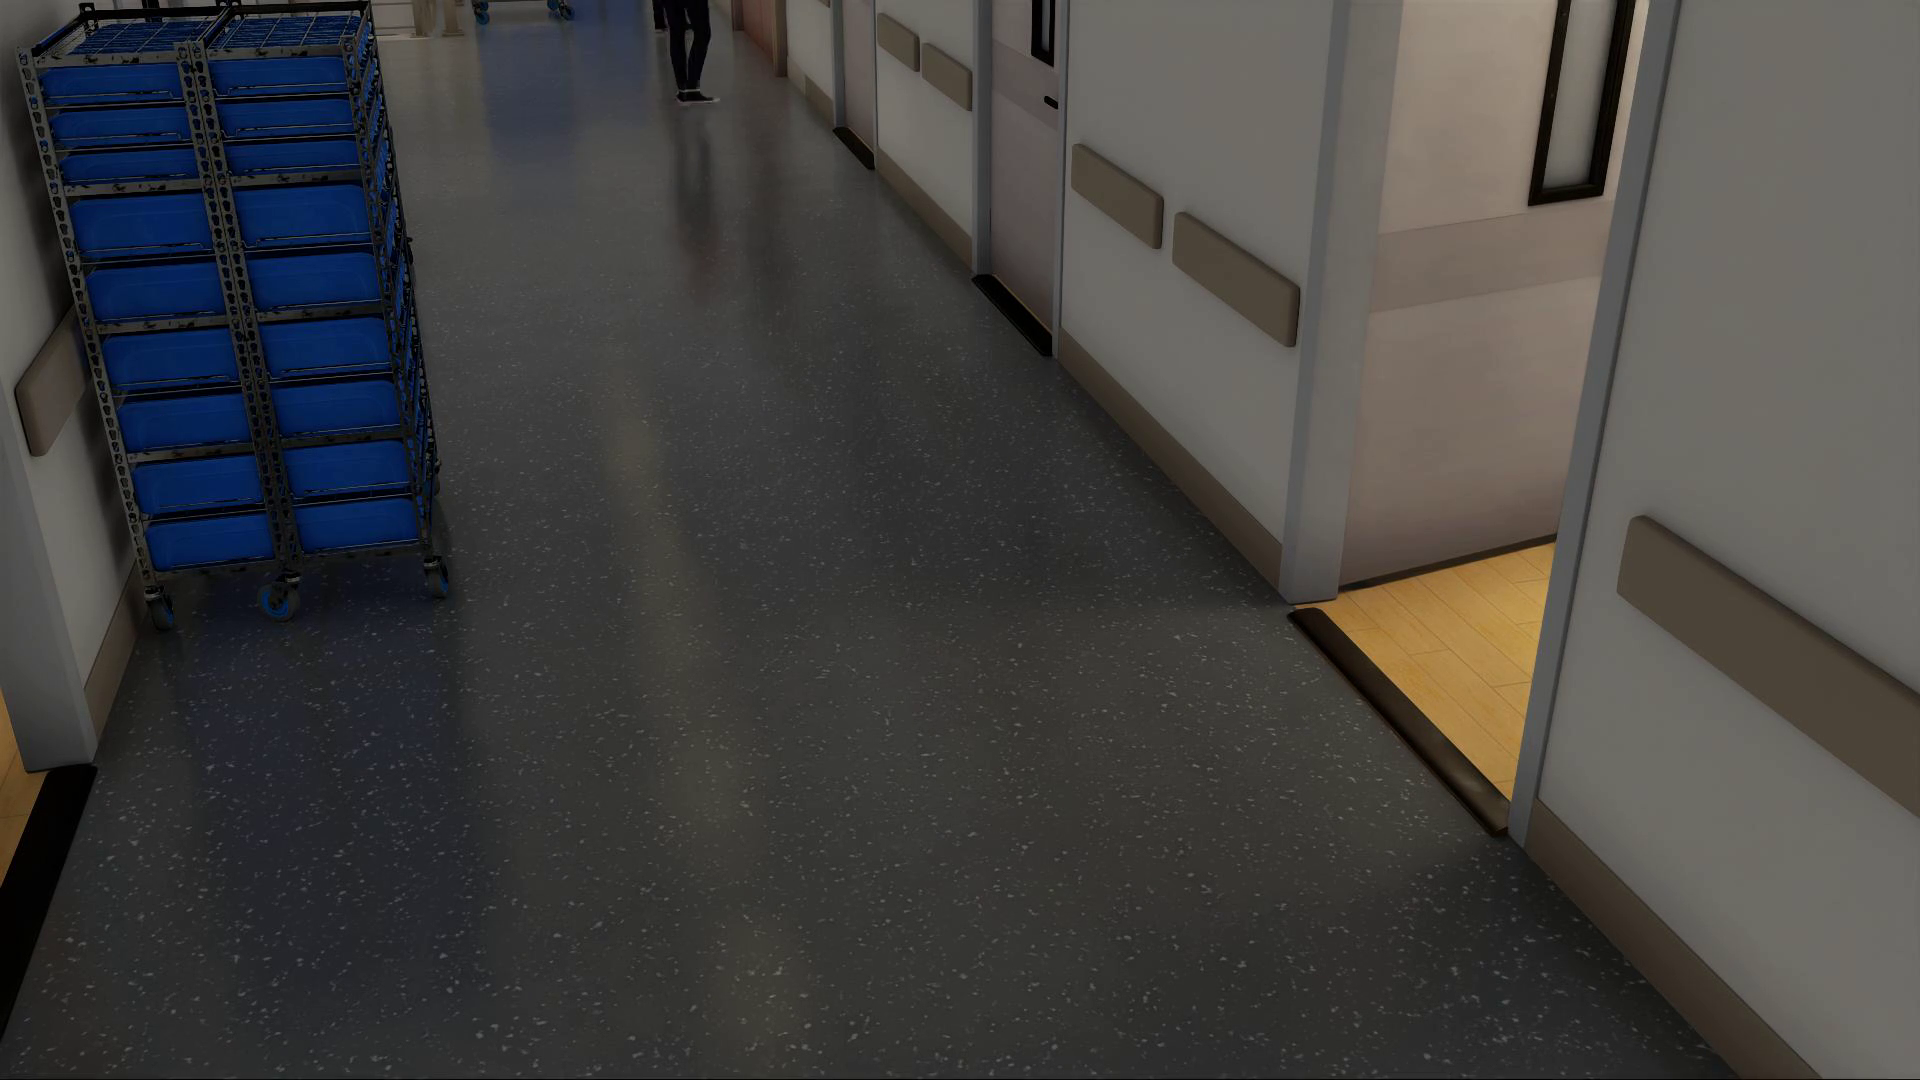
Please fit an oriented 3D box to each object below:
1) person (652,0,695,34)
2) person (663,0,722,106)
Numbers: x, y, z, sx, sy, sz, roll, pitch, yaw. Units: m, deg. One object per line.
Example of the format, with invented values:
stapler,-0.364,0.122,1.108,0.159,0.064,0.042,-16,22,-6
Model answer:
person,-2.685,-5.381,15.143,0.621,1.465,0.637,5,26,11
person,-2.048,-4.066,12.088,0.824,1.750,0.877,6,26,11
